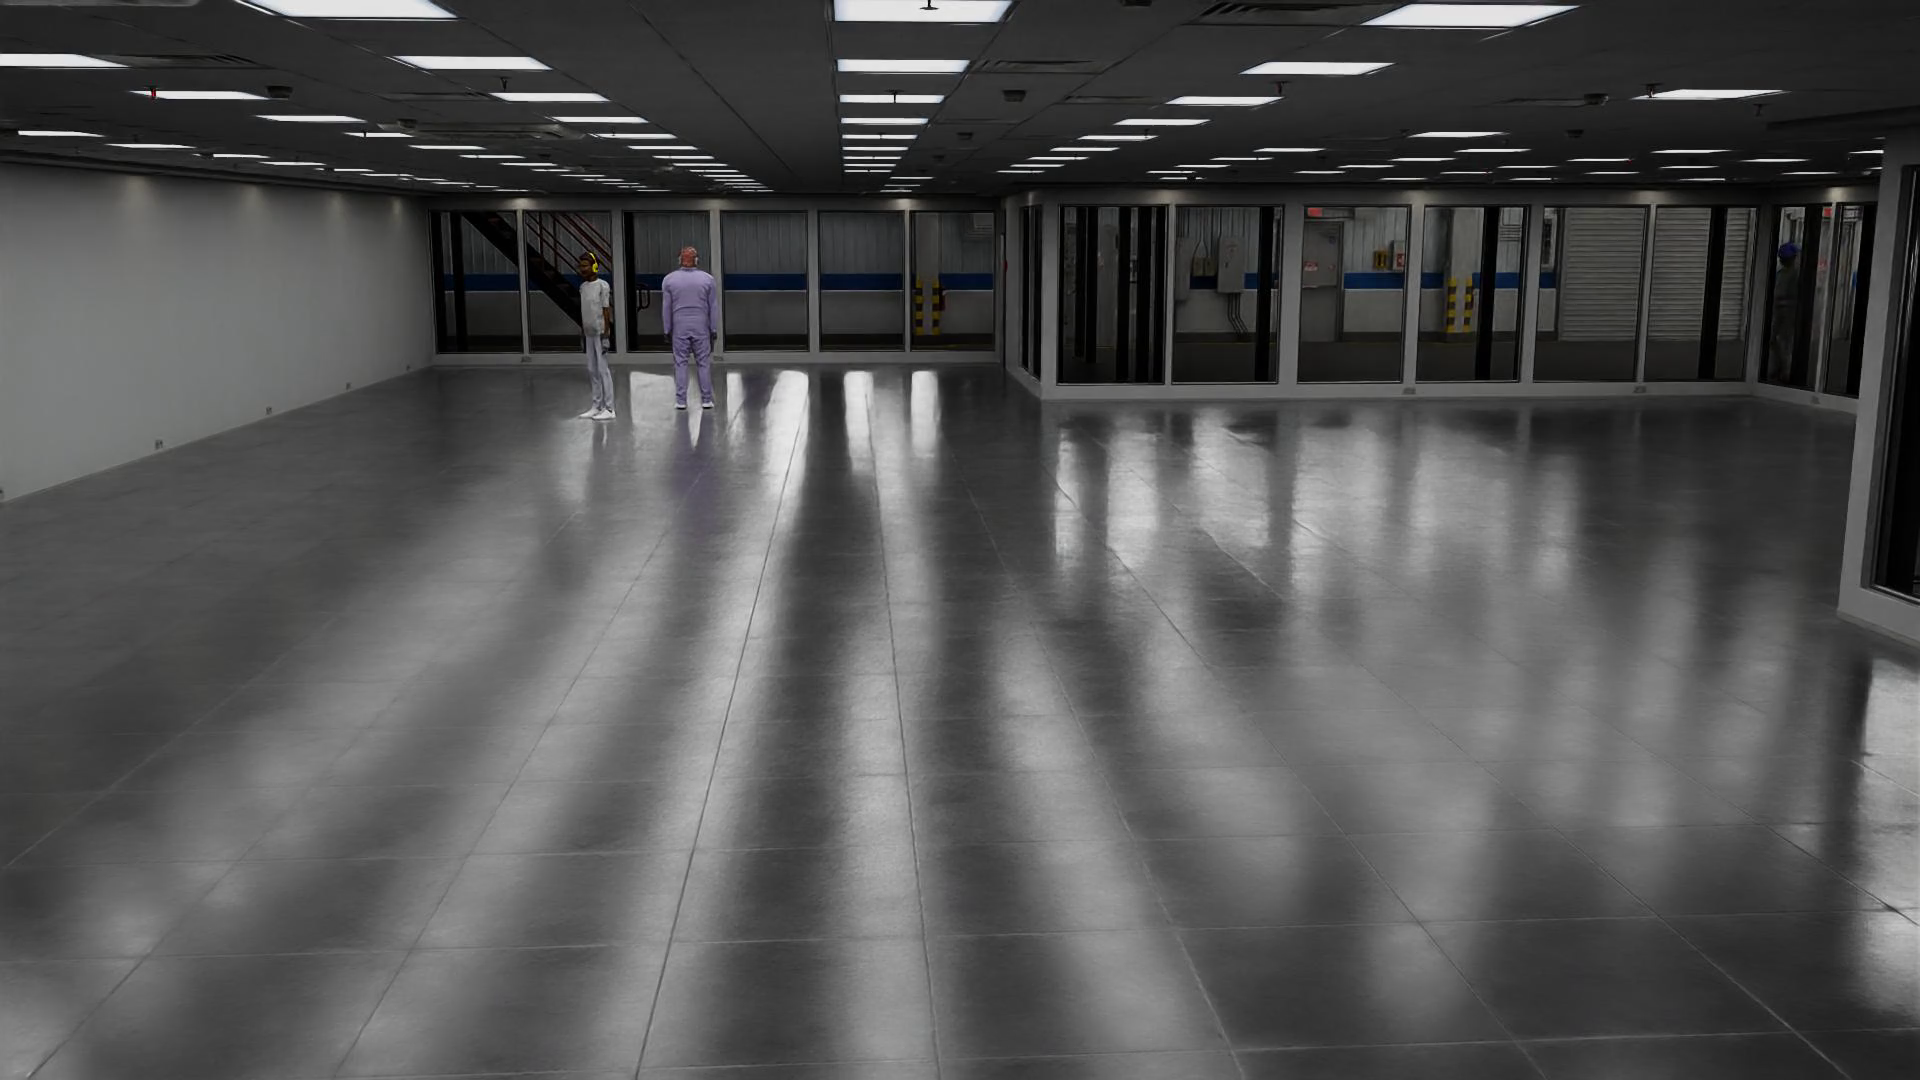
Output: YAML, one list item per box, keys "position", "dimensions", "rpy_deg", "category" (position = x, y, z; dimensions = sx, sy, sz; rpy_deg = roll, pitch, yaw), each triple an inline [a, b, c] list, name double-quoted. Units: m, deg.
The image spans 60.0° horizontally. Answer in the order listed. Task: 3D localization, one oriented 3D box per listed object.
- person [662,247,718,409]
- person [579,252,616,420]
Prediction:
- position: [-3.184, -2.492, 19.630]
  dimensions: [0.652, 1.904, 0.402]
  rpy_deg: [-2, 11, -11]
  category: "person"
- position: [-4.078, -2.270, 18.581]
  dimensions: [0.502, 1.862, 0.328]
  rpy_deg: [9, 14, 40]
  category: "person"
